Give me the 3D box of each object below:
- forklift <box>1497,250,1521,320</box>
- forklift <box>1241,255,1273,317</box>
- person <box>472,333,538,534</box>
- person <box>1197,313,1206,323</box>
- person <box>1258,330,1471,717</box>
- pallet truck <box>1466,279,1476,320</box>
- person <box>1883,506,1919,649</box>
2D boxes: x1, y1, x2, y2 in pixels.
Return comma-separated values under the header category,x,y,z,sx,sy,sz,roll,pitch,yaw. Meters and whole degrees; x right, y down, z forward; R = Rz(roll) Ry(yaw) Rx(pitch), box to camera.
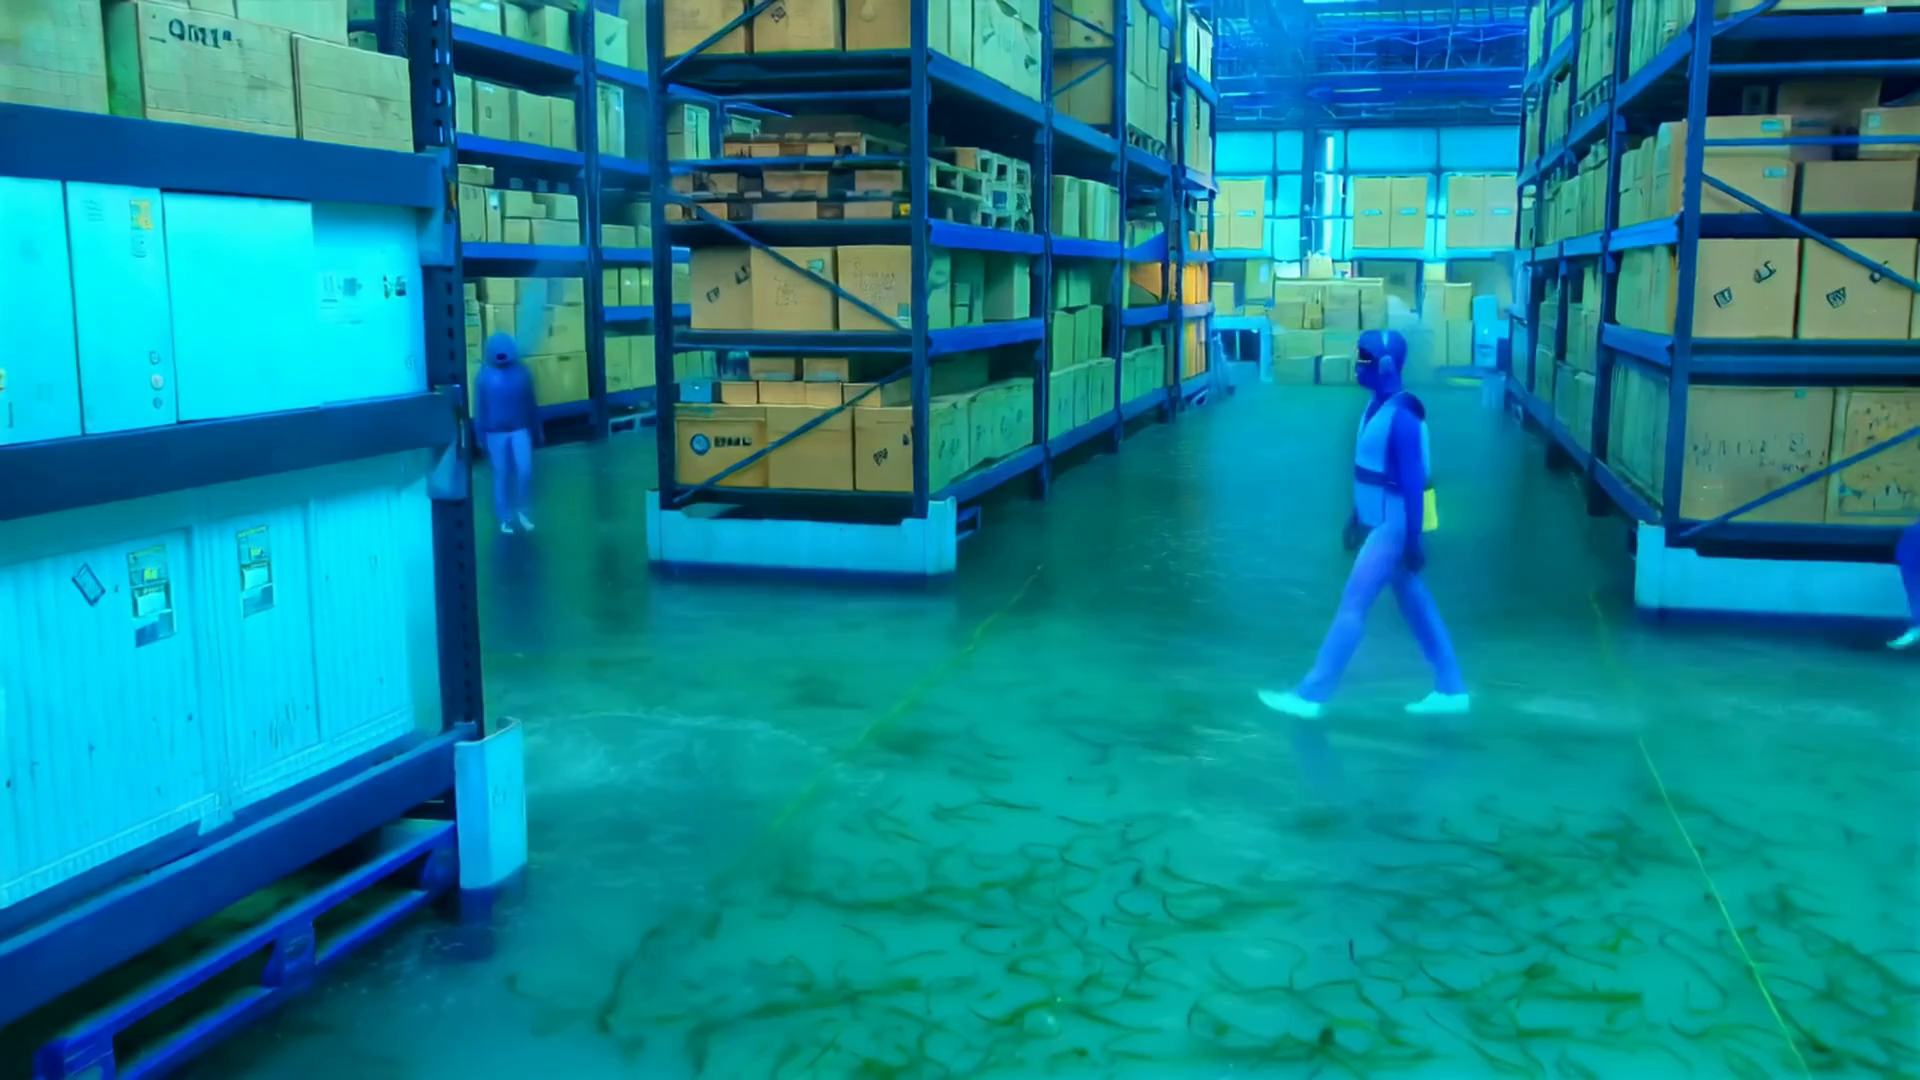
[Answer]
category,x,y,z,sx,sy,sz,roll,pitch,yaw
forklift,16.072,-6.977,48.097,1.129,2.768,1.873,1,9,9
forklift,10.551,-8.662,58.805,1.129,2.768,1.873,2,9,15
person,-3.569,-0.827,13.063,0.519,1.601,0.460,-5,10,-28
person,5.374,-4.837,37.387,0.687,1.964,0.607,6,11,34
person,1.920,-0.062,7.623,1.001,1.790,0.599,1,9,5
pallet truck,18.896,-8.459,60.307,1.885,1.965,0.823,5,10,31
person,5.202,-0.173,8.827,0.545,1.614,0.513,0,9,0
